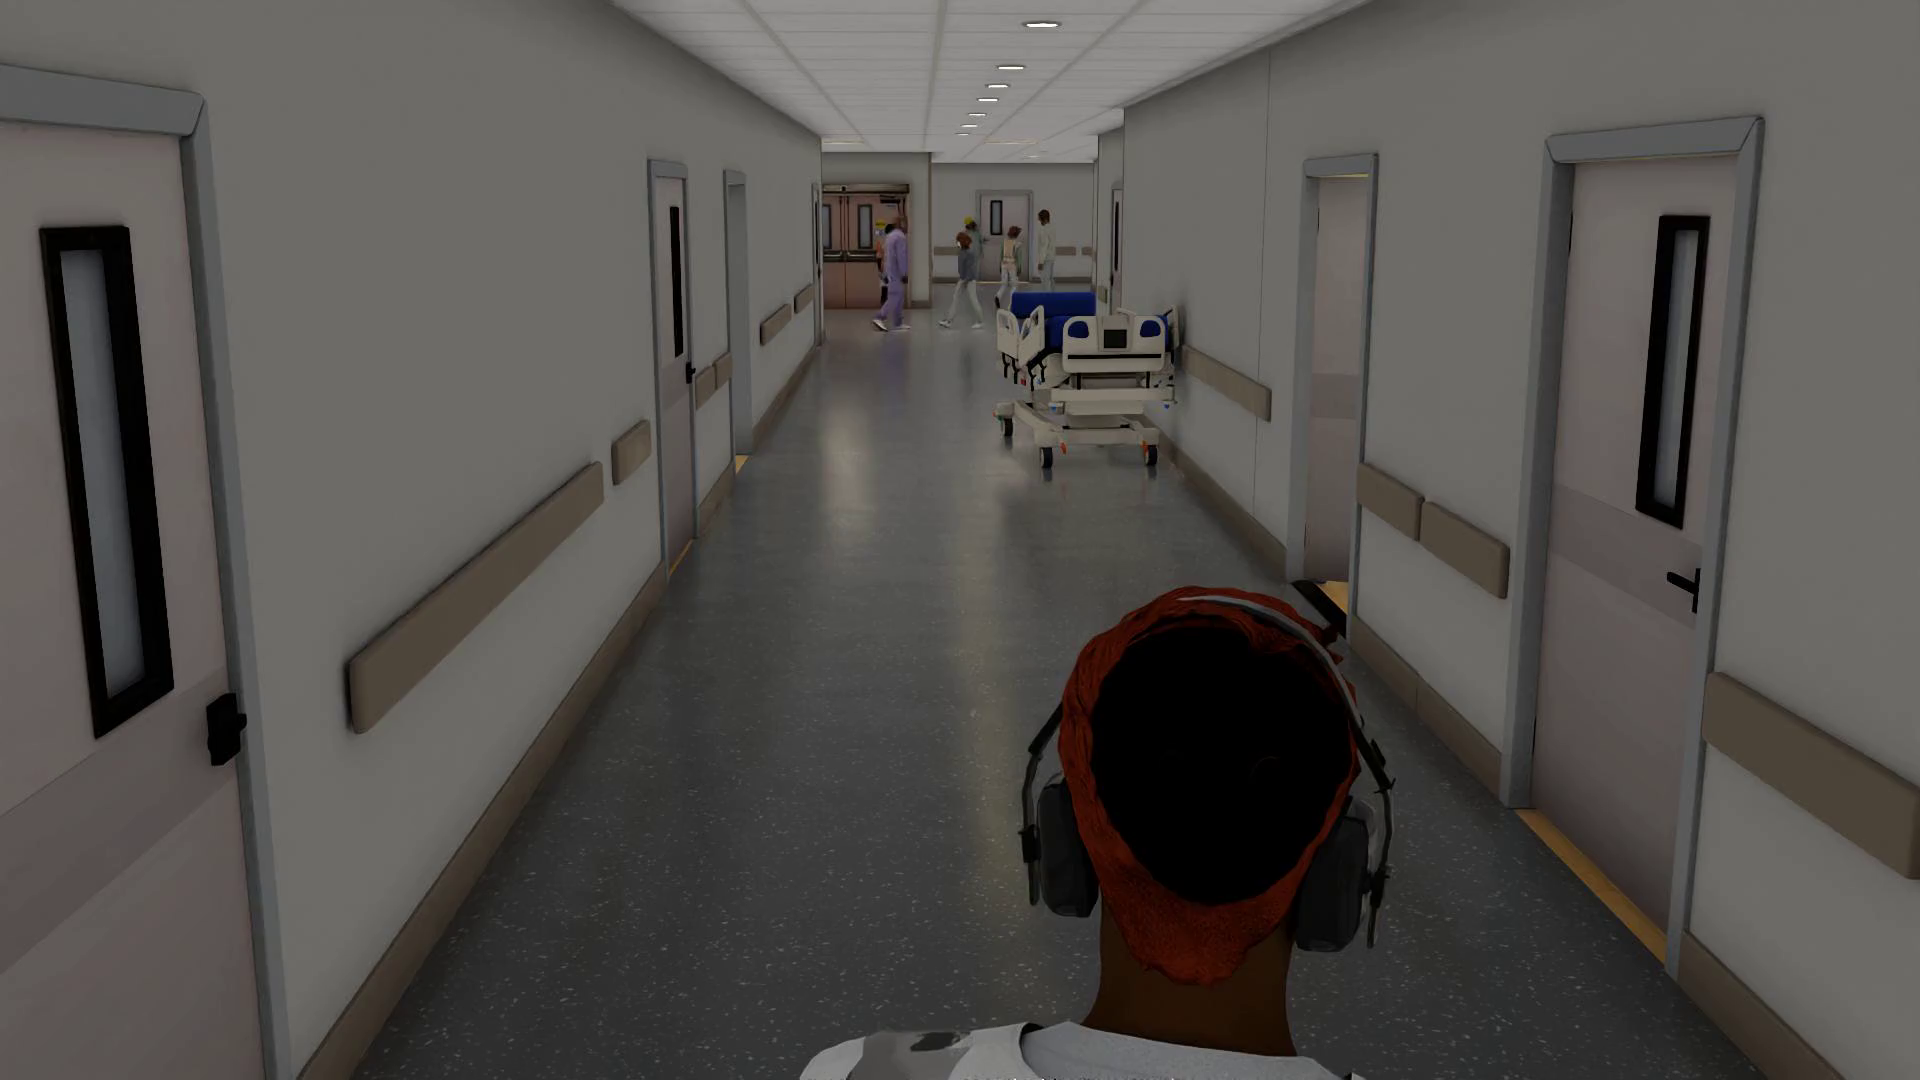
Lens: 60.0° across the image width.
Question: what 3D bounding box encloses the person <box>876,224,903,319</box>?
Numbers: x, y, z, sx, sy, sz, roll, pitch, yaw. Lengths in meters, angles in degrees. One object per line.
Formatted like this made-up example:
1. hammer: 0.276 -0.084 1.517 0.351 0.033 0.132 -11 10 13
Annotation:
1. person: -1.236 -4.806 29.773 0.535 1.693 0.317 -4 12 -17

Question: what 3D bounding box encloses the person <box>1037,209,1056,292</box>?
1. person: 1.613 -5.245 31.317 0.371 1.934 0.627 4 12 19

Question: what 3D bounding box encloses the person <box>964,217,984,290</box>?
1. person: 0.297 -6.766 39.300 0.557 1.704 0.380 -4 12 -17

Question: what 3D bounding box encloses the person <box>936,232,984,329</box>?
1. person: 0.045 -4.243 27.262 0.835 1.584 0.511 -7 13 -29

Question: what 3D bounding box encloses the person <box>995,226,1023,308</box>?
1. person: 0.927 -5.178 31.740 0.536 1.618 0.532 8 14 35

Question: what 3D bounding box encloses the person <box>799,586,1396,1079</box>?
1. person: 0.154 0.957 1.214 0.587 1.883 0.341 3 12 16

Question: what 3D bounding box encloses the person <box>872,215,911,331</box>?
1. person: -1.132 -4.353 27.136 0.666 1.874 0.664 -3 12 -16
